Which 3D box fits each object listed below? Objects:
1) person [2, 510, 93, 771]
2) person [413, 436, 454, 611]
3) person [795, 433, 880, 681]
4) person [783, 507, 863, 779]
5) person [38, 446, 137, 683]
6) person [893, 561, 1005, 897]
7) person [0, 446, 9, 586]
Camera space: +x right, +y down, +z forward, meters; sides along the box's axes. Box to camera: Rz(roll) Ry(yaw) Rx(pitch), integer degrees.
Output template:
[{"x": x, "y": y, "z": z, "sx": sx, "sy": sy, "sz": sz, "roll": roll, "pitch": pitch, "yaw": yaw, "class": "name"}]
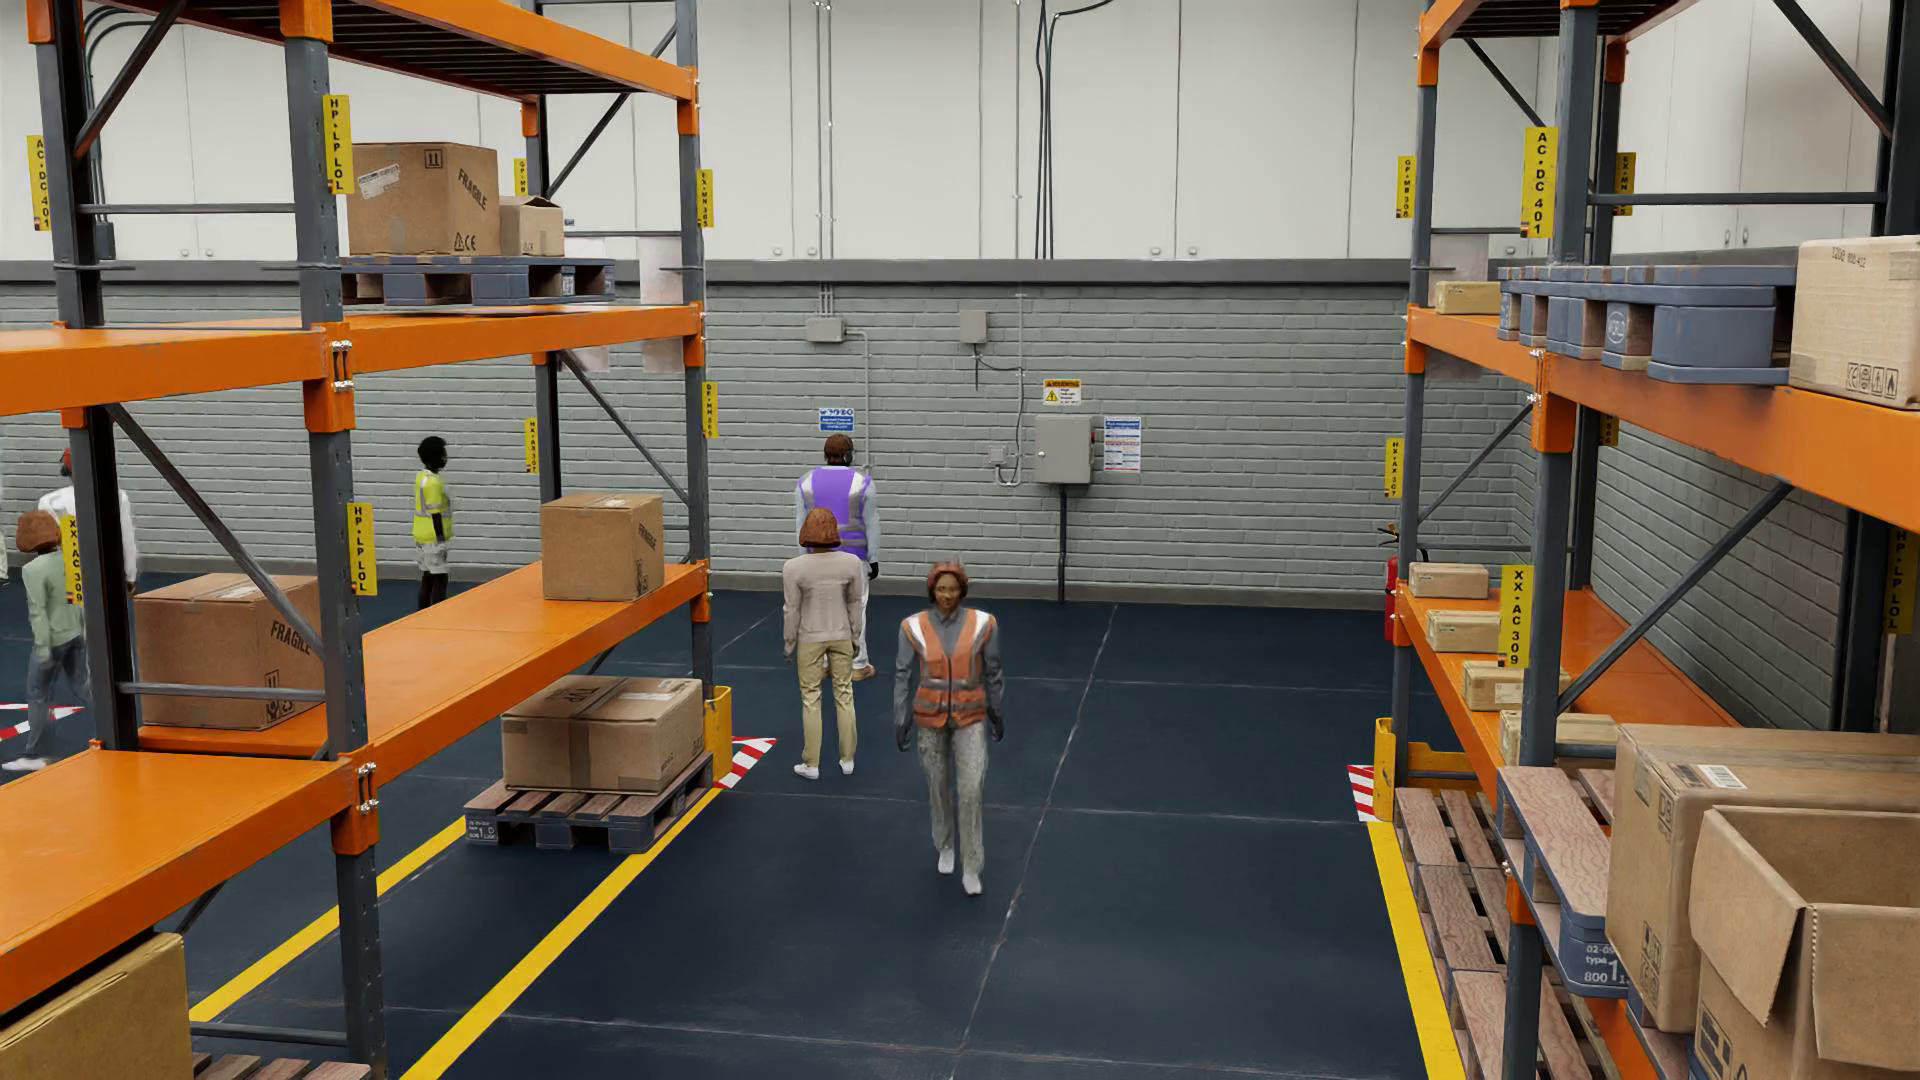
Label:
[{"x": -5.450, "y": 0.607, "z": 10.090, "sx": 0.734, "sy": 1.603, "sz": 0.516, "roll": 1, "pitch": 9, "yaw": 4, "class": "person"}, {"x": -4.298, "y": -0.006, "z": 13.637, "sx": 0.360, "sy": 1.691, "sz": 0.574, "roll": -5, "pitch": 10, "yaw": -28, "class": "person"}, {"x": -0.892, "y": 0.126, "z": 12.337, "sx": 0.634, "sy": 1.839, "sz": 0.429, "roll": 2, "pitch": 9, "yaw": 12, "class": "person"}, {"x": -0.820, "y": 0.615, "z": 9.954, "sx": 0.497, "sy": 1.633, "sz": 0.284, "roll": -4, "pitch": 10, "yaw": -23, "class": "person"}, {"x": -5.922, "y": 0.273, "z": 11.386, "sx": 0.587, "sy": 1.859, "sz": 0.796, "roll": -7, "pitch": 12, "yaw": -38, "class": "person"}, {"x": -0.056, "y": 0.918, "z": 8.122, "sx": 0.546, "sy": 1.608, "sz": 0.757, "roll": 0, "pitch": 9, "yaw": 1, "class": "person"}, {"x": -9.435, "y": -0.411, "z": 15.958, "sx": 0.573, "sy": 1.739, "sz": 0.350, "roll": 3, "pitch": 10, "yaw": 20, "class": "person"}]
